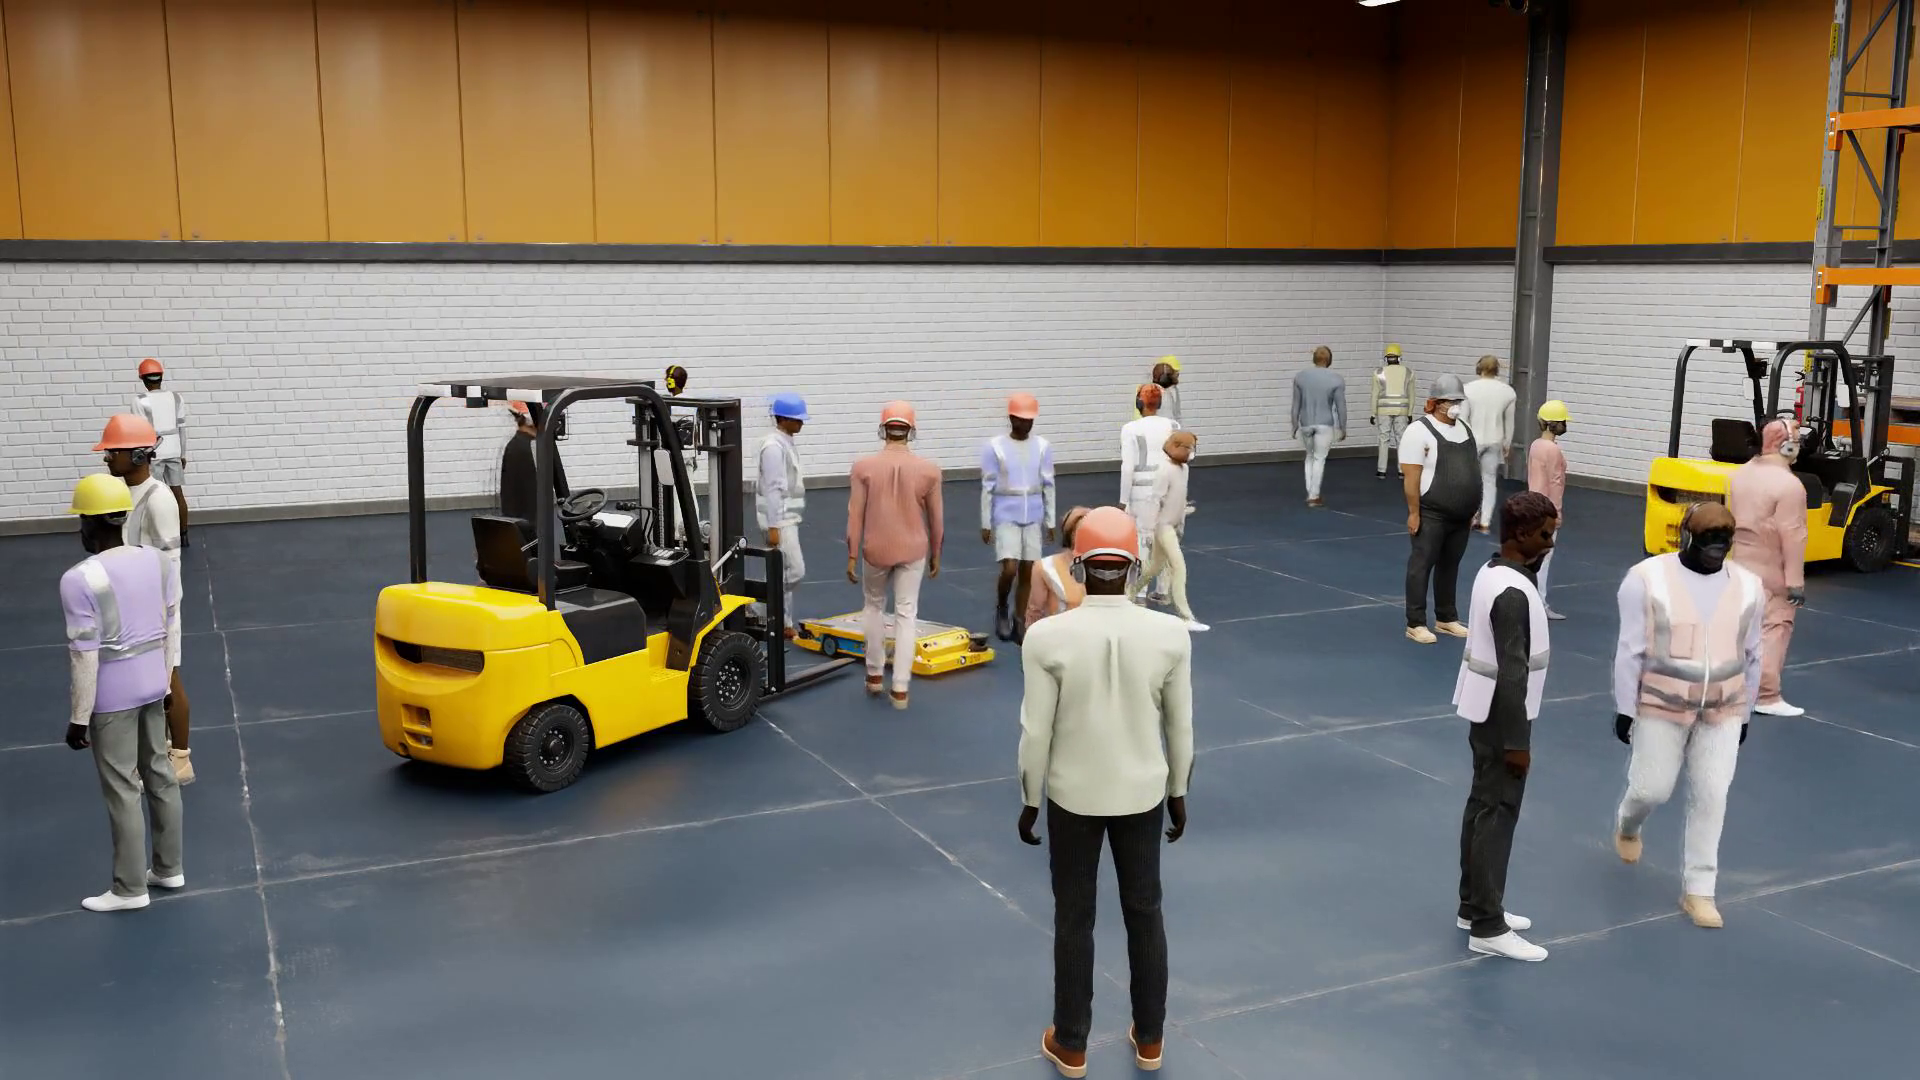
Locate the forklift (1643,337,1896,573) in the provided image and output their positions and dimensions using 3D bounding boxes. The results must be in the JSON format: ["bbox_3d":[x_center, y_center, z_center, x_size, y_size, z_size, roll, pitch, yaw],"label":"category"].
[{"bbox_3d":[7.551,-0.789,15.507,2.313,2.155,1.214,-4,10,-25],"label":"forklift"}]

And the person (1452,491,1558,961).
[{"bbox_3d":[2.237,0.745,6.857,0.392,1.914,0.588,2,9,9],"label":"person"}]

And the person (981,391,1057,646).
[{"bbox_3d":[0.455,-0.154,12.418,0.559,1.917,0.408,-3,10,-18],"label":"person"}]

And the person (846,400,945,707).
[{"bbox_3d":[-0.426,0.065,10.894,0.650,1.963,0.786,-1,9,-6],"label":"person"}]

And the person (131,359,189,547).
[{"bbox_3d":[-8.071,-0.858,16.758,0.375,1.927,0.543,6,11,35],"label":"person"}]

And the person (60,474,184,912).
[{"bbox_3d":[-3.680,0.668,7.292,0.366,1.927,0.585,2,9,14],"label":"person"}]

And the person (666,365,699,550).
[{"bbox_3d":[-2.820,-0.811,16.666,0.328,1.866,0.513,5,11,29],"label":"person"}]

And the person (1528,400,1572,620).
[{"bbox_3d":[4.746,-0.245,13.452,0.315,1.770,0.524,0,9,0],"label":"person"}]

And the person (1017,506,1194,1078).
[{"bbox_3d":[0.501,0.874,5.806,0.623,1.992,0.397,-1,9,-9],"label":"person"}]

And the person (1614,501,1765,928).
[{"bbox_3d":[3.174,0.717,7.306,0.634,1.824,0.704,1,9,6],"label":"person"}]

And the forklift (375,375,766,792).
[{"bbox_3d":[-2.268,0.149,9.685,1.214,2.155,2.313,6,11,32],"label":"forklift"}]

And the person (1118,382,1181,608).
[{"bbox_3d":[1.565,-0.370,13.873,0.573,1.883,0.356,-5,11,-29],"label":"person"}]

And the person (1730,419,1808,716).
[{"bbox_3d":[5.039,0.178,10.440,0.552,1.891,0.651,0,9,-2],"label":"person"}]

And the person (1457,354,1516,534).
[{"bbox_3d":[5.608,-1.032,17.854,0.650,1.917,0.524,0,9,0],"label":"person"}]

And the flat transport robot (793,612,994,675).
[{"bbox_3d":[-0.499,0.723,12.068,1.431,0.197,0.652,8,12,42],"label":"flat transport robot"}]

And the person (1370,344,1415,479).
[{"bbox_3d":[5.846,-1.734,22.513,0.587,1.825,0.404,1,9,3],"label":"person"}]

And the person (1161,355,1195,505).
[{"bbox_3d":[2.503,-1.283,19.787,0.759,1.803,0.598,7,11,35],"label":"person"}]

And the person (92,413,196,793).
[{"bbox_3d":[-4.405,0.339,8.973,0.605,2.045,0.376,9,13,44],"label":"person"}]

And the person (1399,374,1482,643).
[{"bbox_3d":[3.681,-0.245,12.605,0.689,2.000,0.539,-6,11,-32],"label":"person"}]

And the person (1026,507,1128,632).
[{"bbox_3d":[0.638,0.630,8.523,0.543,1.589,0.844,-3,10,-17],"label":"person"}]

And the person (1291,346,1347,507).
[{"bbox_3d":[4.339,-1.369,19.972,0.656,1.909,0.746,6,11,33],"label":"person"}]

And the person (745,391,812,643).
[{"bbox_3d":[-1.332,-0.150,12.367,0.515,1.925,0.687,1,9,5],"label":"person"}]

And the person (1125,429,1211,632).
[{"bbox_3d":[1.570,-0.096,13.072,0.811,1.588,0.524,4,10,26],"label":"person"}]

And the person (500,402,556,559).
[{"bbox_3d":[-3.048,-0.073,11.716,0.485,1.979,0.642,-4,10,-23],"label":"person"}]

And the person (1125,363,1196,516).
[{"bbox_3d":[2.202,-1.080,18.605,0.957,1.783,0.642,-2,9,-15],"label":"person"}]
